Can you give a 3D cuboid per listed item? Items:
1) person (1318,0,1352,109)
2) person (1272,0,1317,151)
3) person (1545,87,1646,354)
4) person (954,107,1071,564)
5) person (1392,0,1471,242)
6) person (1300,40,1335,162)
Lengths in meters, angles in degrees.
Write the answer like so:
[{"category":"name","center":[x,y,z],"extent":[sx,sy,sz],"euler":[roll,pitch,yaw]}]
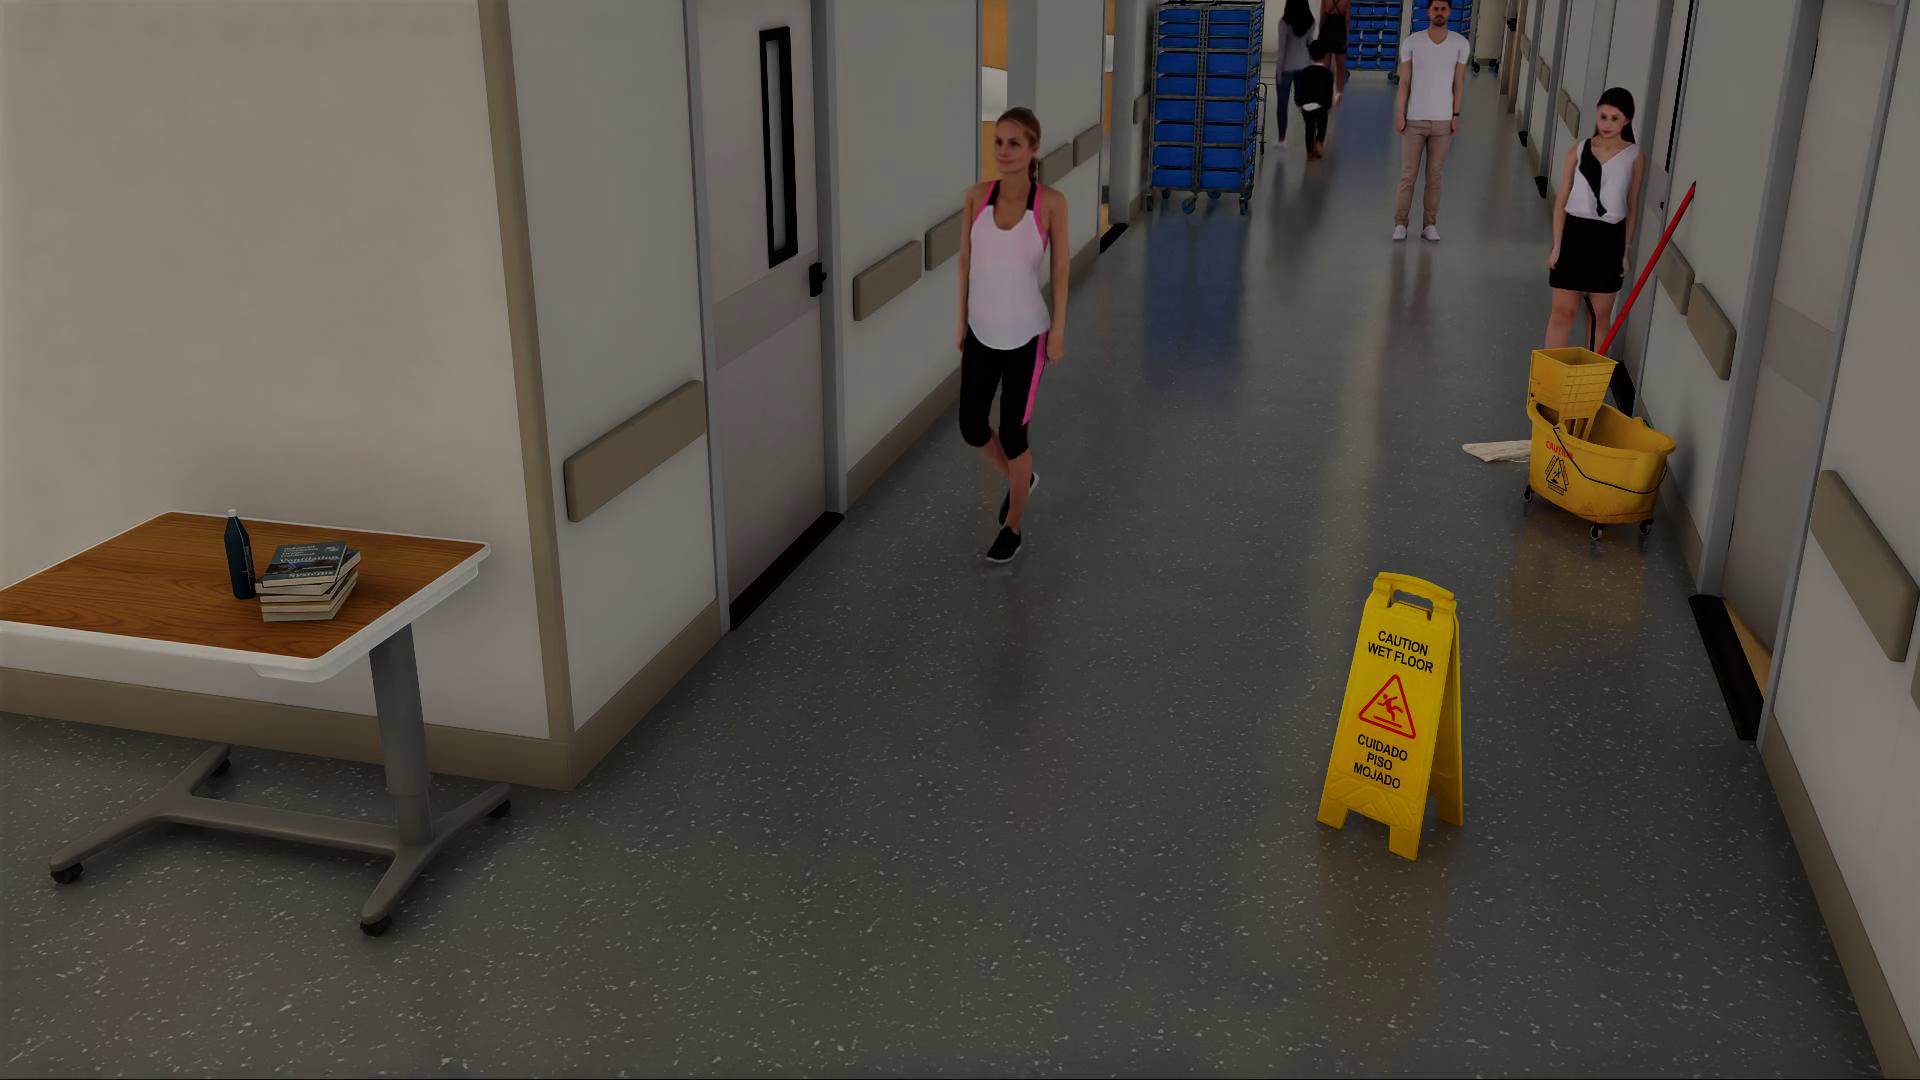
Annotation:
[{"category":"person","center":[4.783,-6.402,21.352],"extent":[0.554,1.775,0.649],"euler":[5,21,12]},{"category":"person","center":[3.624,-5.009,17.764],"extent":[0.915,1.713,1.076],"euler":[-6,22,-16]},{"category":"person","center":[3.234,-1.475,8.519],"extent":[0.556,1.651,0.512],"euler":[6,22,16]},{"category":"person","center":[0.228,-0.803,6.569],"extent":[0.691,1.777,0.752],"euler":[9,23,23]},{"category":"person","center":[3.661,-3.300,13.005],"extent":[0.709,1.888,0.641],"euler":[2,21,6]},{"category":"person","center":[3.674,-4.539,17.223],"extent":[0.495,1.215,0.561],"euler":[6,22,16]}]
